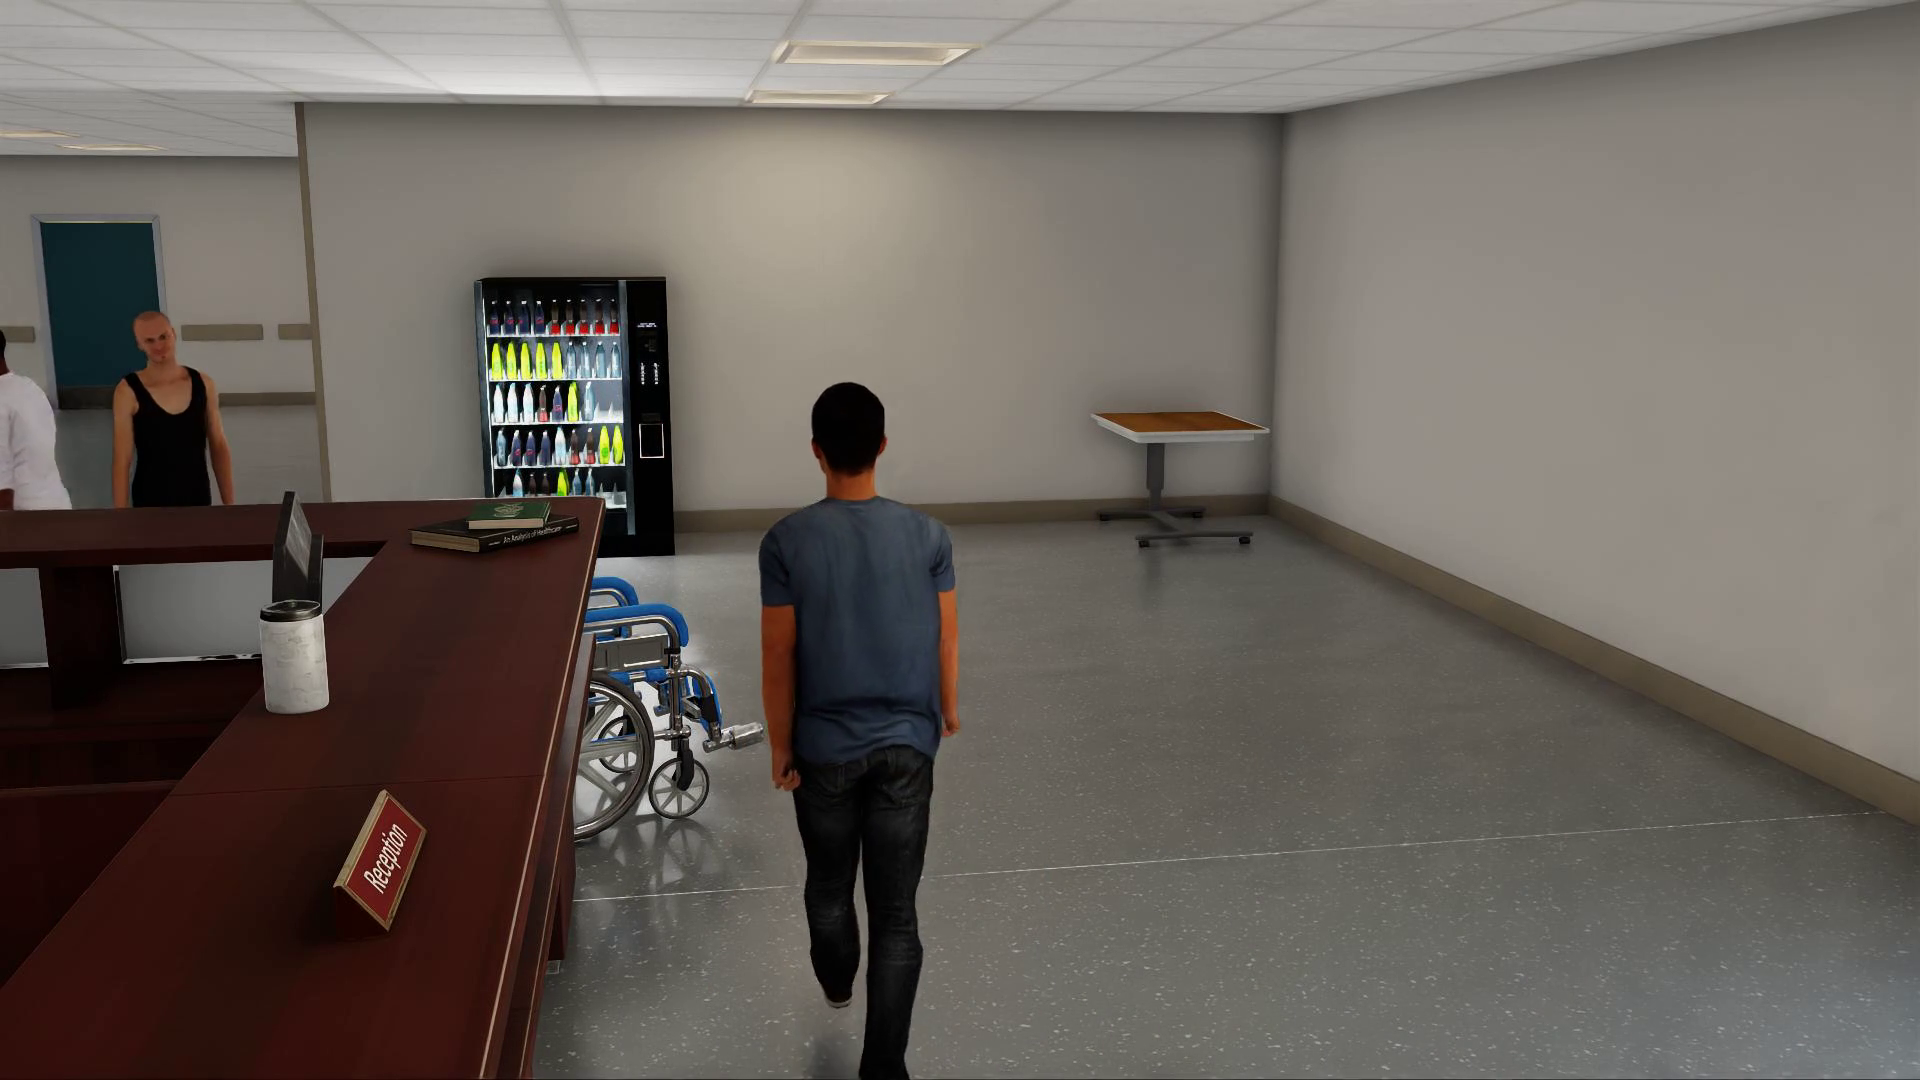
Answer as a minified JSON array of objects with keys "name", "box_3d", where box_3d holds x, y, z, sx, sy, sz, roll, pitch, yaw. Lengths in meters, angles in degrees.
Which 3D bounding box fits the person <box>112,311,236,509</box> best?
[{"name":"person","box_3d":[-3.748,-0.176,7.876,1.086,1.782,1.016,6,12,29]}]

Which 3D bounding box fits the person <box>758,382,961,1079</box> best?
[{"name":"person","box_3d":[-0.222,0.544,4.124,1.065,1.766,0.771,-1,11,-7]}]
